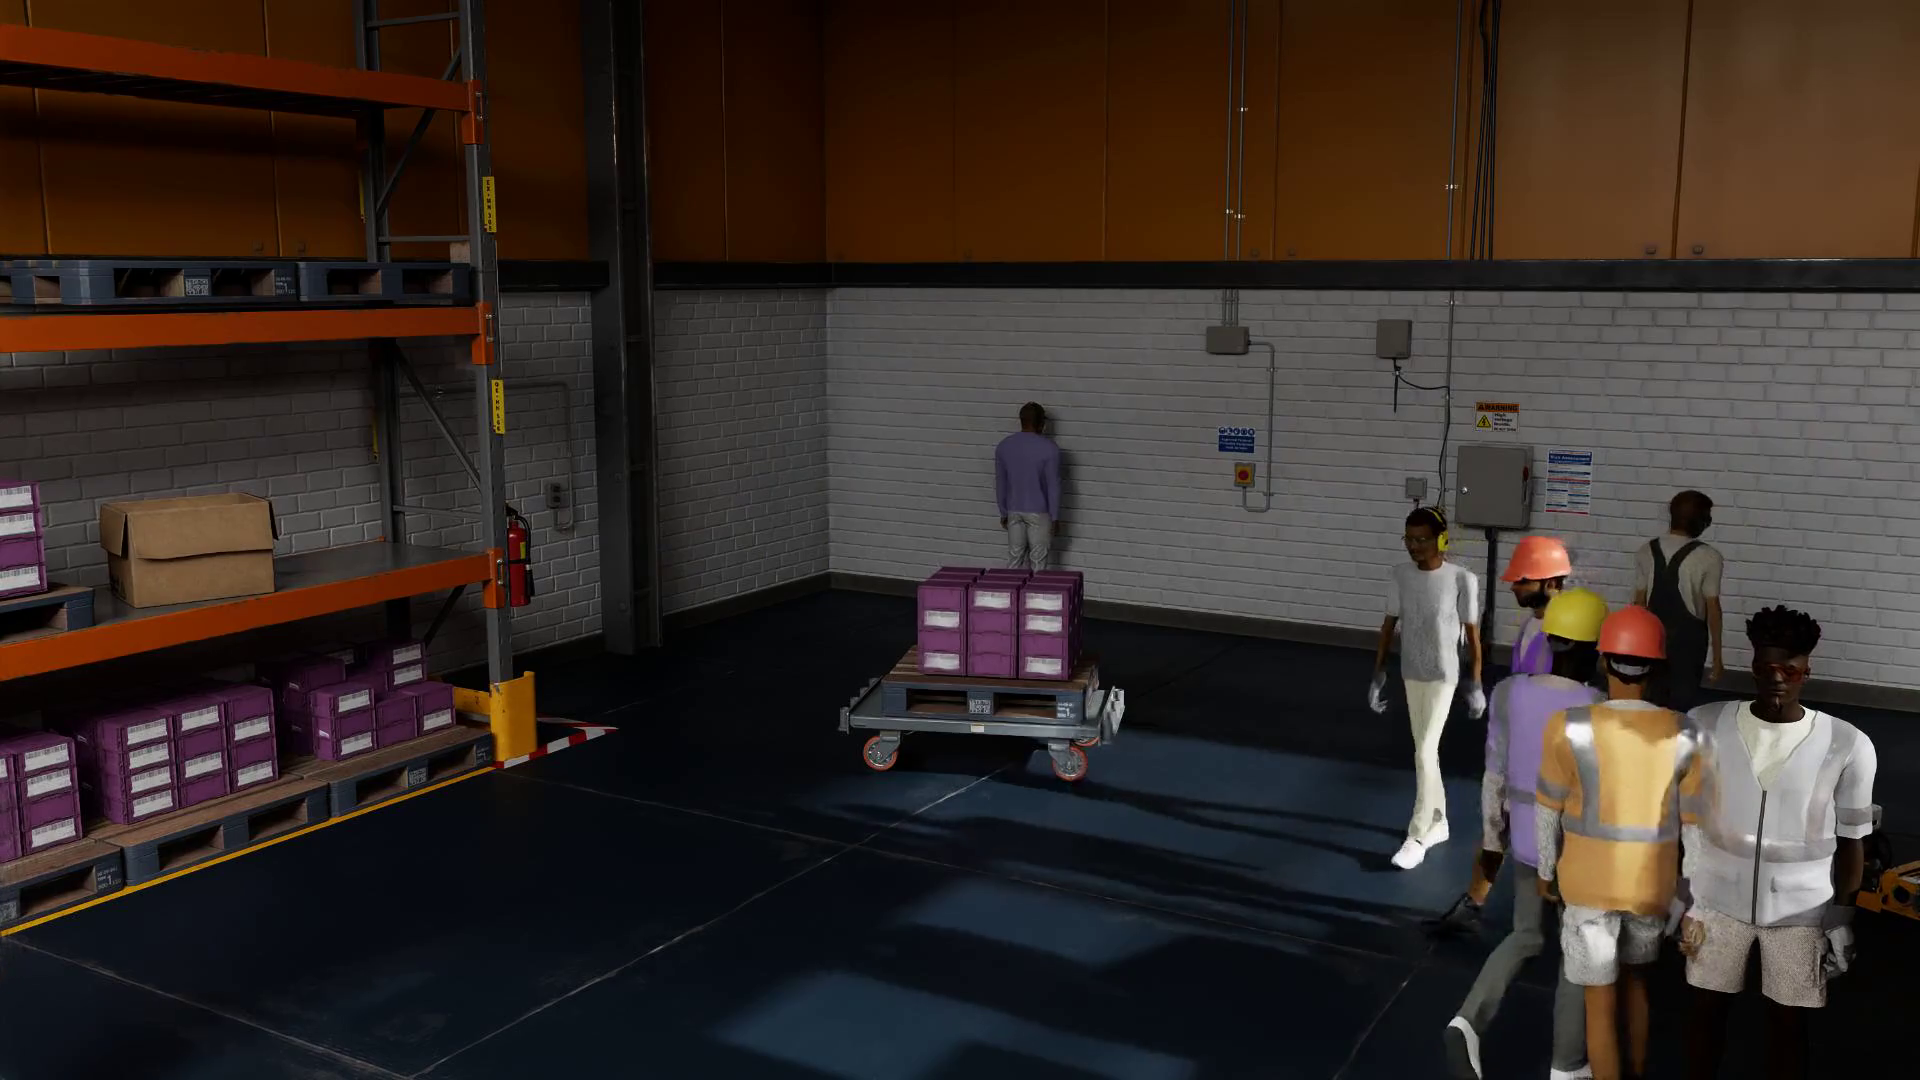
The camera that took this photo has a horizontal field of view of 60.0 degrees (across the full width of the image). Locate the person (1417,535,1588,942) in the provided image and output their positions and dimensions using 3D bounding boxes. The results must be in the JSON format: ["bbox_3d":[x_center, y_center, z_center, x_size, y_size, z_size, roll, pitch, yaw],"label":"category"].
[{"bbox_3d":[2.616,0.915,7.414,0.966,1.895,0.541,-1,9,-5],"label":"person"}]

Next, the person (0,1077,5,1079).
[{"bbox_3d":[-3.338,1.331,5.347,0.489,1.714,0.842,1,9,4],"label":"person"}]

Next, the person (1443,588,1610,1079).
[{"bbox_3d":[2.130,1.120,6.054,0.704,1.908,0.591,-6,11,-34],"label":"person"}]

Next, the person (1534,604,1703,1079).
[{"bbox_3d":[2.248,1.169,5.736,0.536,1.906,0.590,1,9,4],"label":"person"}]

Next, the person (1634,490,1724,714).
[{"bbox_3d":[4.099,0.610,9.563,0.886,1.813,0.523,-7,12,-38],"label":"person"}]

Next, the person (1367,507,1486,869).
[{"bbox_3d":[2.357,0.753,8.540,0.840,1.833,0.526,-8,12,-42],"label":"person"}]

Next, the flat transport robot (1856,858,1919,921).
[{"bbox_3d":[4.845,1.701,7.511,0.652,0.197,1.431,-5,10,-29],"label":"flat transport robot"}]

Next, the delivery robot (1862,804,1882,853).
[{"bbox_3d":[4.223,1.372,8.387,0.477,0.478,0.707,-6,11,-34],"label":"delivery robot"}]

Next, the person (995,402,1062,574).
[{"bbox_3d":[0.591,-0.221,14.328,0.628,1.936,0.375,6,11,33],"label":"person"}]

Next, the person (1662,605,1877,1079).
[{"bbox_3d":[2.636,1.181,5.481,0.607,1.966,0.367,6,11,31],"label":"person"}]
